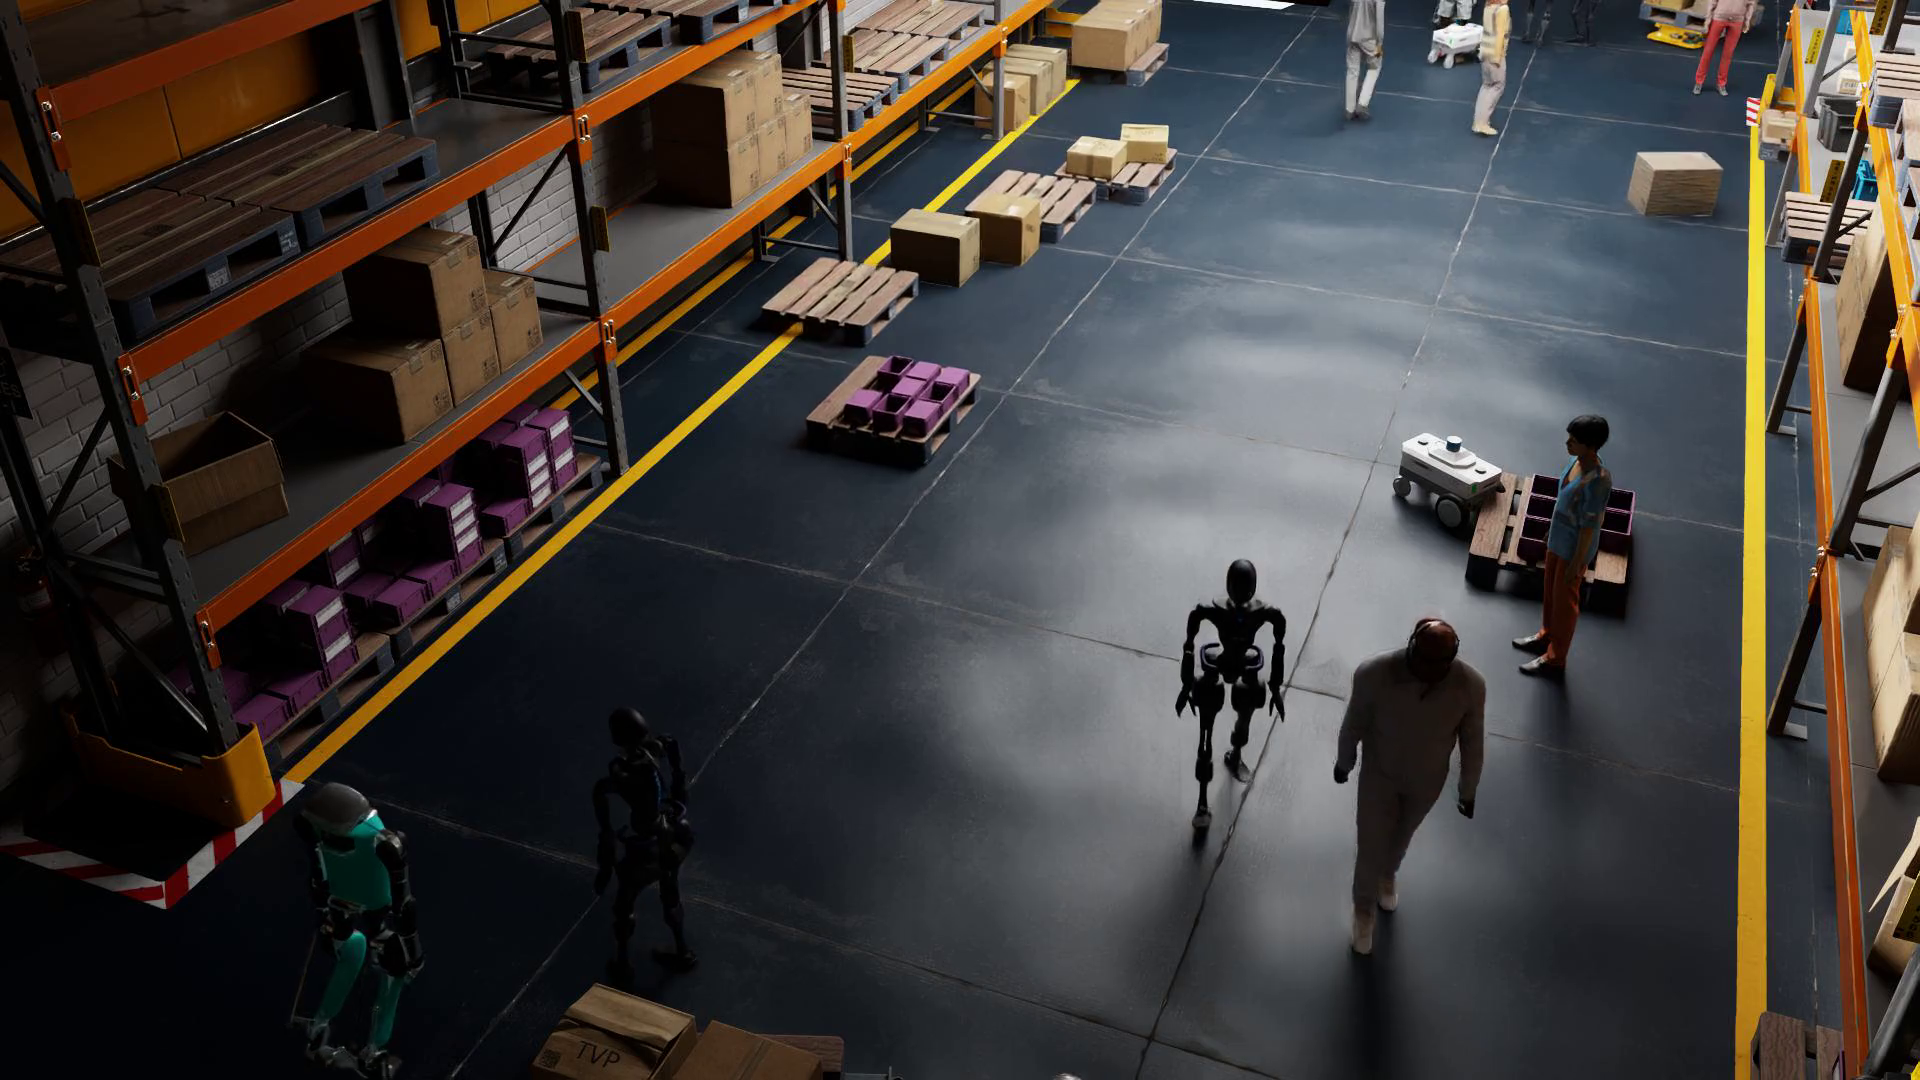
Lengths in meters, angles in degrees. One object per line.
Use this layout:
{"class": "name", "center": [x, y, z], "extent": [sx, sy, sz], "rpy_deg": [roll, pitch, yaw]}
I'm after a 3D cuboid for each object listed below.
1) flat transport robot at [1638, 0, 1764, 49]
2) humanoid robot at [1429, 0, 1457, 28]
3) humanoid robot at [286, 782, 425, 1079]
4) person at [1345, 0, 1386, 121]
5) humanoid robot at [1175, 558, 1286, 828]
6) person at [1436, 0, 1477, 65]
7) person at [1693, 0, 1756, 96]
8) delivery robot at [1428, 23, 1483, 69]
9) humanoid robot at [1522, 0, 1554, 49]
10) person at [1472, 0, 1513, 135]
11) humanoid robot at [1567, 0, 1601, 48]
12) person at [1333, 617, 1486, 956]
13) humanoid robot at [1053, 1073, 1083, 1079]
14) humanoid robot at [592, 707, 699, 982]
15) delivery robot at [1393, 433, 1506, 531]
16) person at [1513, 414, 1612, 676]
{"class": "flat transport robot", "center": [9.838, -6.812, 22.135], "extent": [1.431, 0.231, 0.659], "rpy_deg": [-25, 40, -33]}
{"class": "humanoid robot", "center": [6.547, -7.693, 22.189], "extent": [1.020, 1.777, 0.531], "rpy_deg": [-26, 41, -34]}
{"class": "humanoid robot", "center": [-2.680, 1.944, 7.332], "extent": [0.548, 1.909, 0.721], "rpy_deg": [11, 35, 17]}
{"class": "person", "center": [4.621, -5.724, 18.970], "extent": [0.533, 1.877, 0.503], "rpy_deg": [26, 41, 34]}
{"class": "humanoid robot", "center": [1.494, 0.799, 9.089], "extent": [0.601, 1.625, 0.760], "rpy_deg": [2, 33, 3]}
{"class": "person", "center": [6.255, -6.843, 20.869], "extent": [0.533, 1.693, 0.320], "rpy_deg": [23, 39, 31]}
{"class": "person", "center": [9.128, -6.177, 19.768], "extent": [0.529, 1.772, 0.300], "rpy_deg": [5, 33, 8]}
{"class": "delivery robot", "center": [6.352, -6.329, 21.138], "extent": [0.812, 0.611, 0.499], "rpy_deg": [-20, 38, -28]}
{"class": "humanoid robot", "center": [7.580, -7.230, 21.488], "extent": [0.588, 1.643, 0.486], "rpy_deg": [10, 34, 14]}
{"class": "person", "center": [5.983, -5.450, 18.685], "extent": [0.332, 1.716, 0.610], "rpy_deg": [-5, 33, -8]}
{"class": "humanoid robot", "center": [8.140, -7.170, 21.405], "extent": [0.405, 1.640, 0.617], "rpy_deg": [-7, 33, -10]}
{"class": "person", "center": [2.226, 1.218, 8.216], "extent": [0.684, 1.877, 0.787], "rpy_deg": [2, 33, 3]}
{"class": "humanoid robot", "center": [0.246, 2.814, 5.932], "extent": [0.551, 1.818, 0.893], "rpy_deg": [13, 35, 19]}
{"class": "humanoid robot", "center": [-1.538, 1.438, 8.064], "extent": [0.422, 1.643, 0.589], "rpy_deg": [23, 39, 31]}
{"class": "delivery robot", "center": [3.551, -0.453, 12.044], "extent": [0.499, 0.611, 0.809], "rpy_deg": [-22, 39, -30]}
{"class": "person", "center": [3.711, 0.027, 10.180], "extent": [0.339, 1.759, 0.499], "rpy_deg": [1, 33, 2]}
